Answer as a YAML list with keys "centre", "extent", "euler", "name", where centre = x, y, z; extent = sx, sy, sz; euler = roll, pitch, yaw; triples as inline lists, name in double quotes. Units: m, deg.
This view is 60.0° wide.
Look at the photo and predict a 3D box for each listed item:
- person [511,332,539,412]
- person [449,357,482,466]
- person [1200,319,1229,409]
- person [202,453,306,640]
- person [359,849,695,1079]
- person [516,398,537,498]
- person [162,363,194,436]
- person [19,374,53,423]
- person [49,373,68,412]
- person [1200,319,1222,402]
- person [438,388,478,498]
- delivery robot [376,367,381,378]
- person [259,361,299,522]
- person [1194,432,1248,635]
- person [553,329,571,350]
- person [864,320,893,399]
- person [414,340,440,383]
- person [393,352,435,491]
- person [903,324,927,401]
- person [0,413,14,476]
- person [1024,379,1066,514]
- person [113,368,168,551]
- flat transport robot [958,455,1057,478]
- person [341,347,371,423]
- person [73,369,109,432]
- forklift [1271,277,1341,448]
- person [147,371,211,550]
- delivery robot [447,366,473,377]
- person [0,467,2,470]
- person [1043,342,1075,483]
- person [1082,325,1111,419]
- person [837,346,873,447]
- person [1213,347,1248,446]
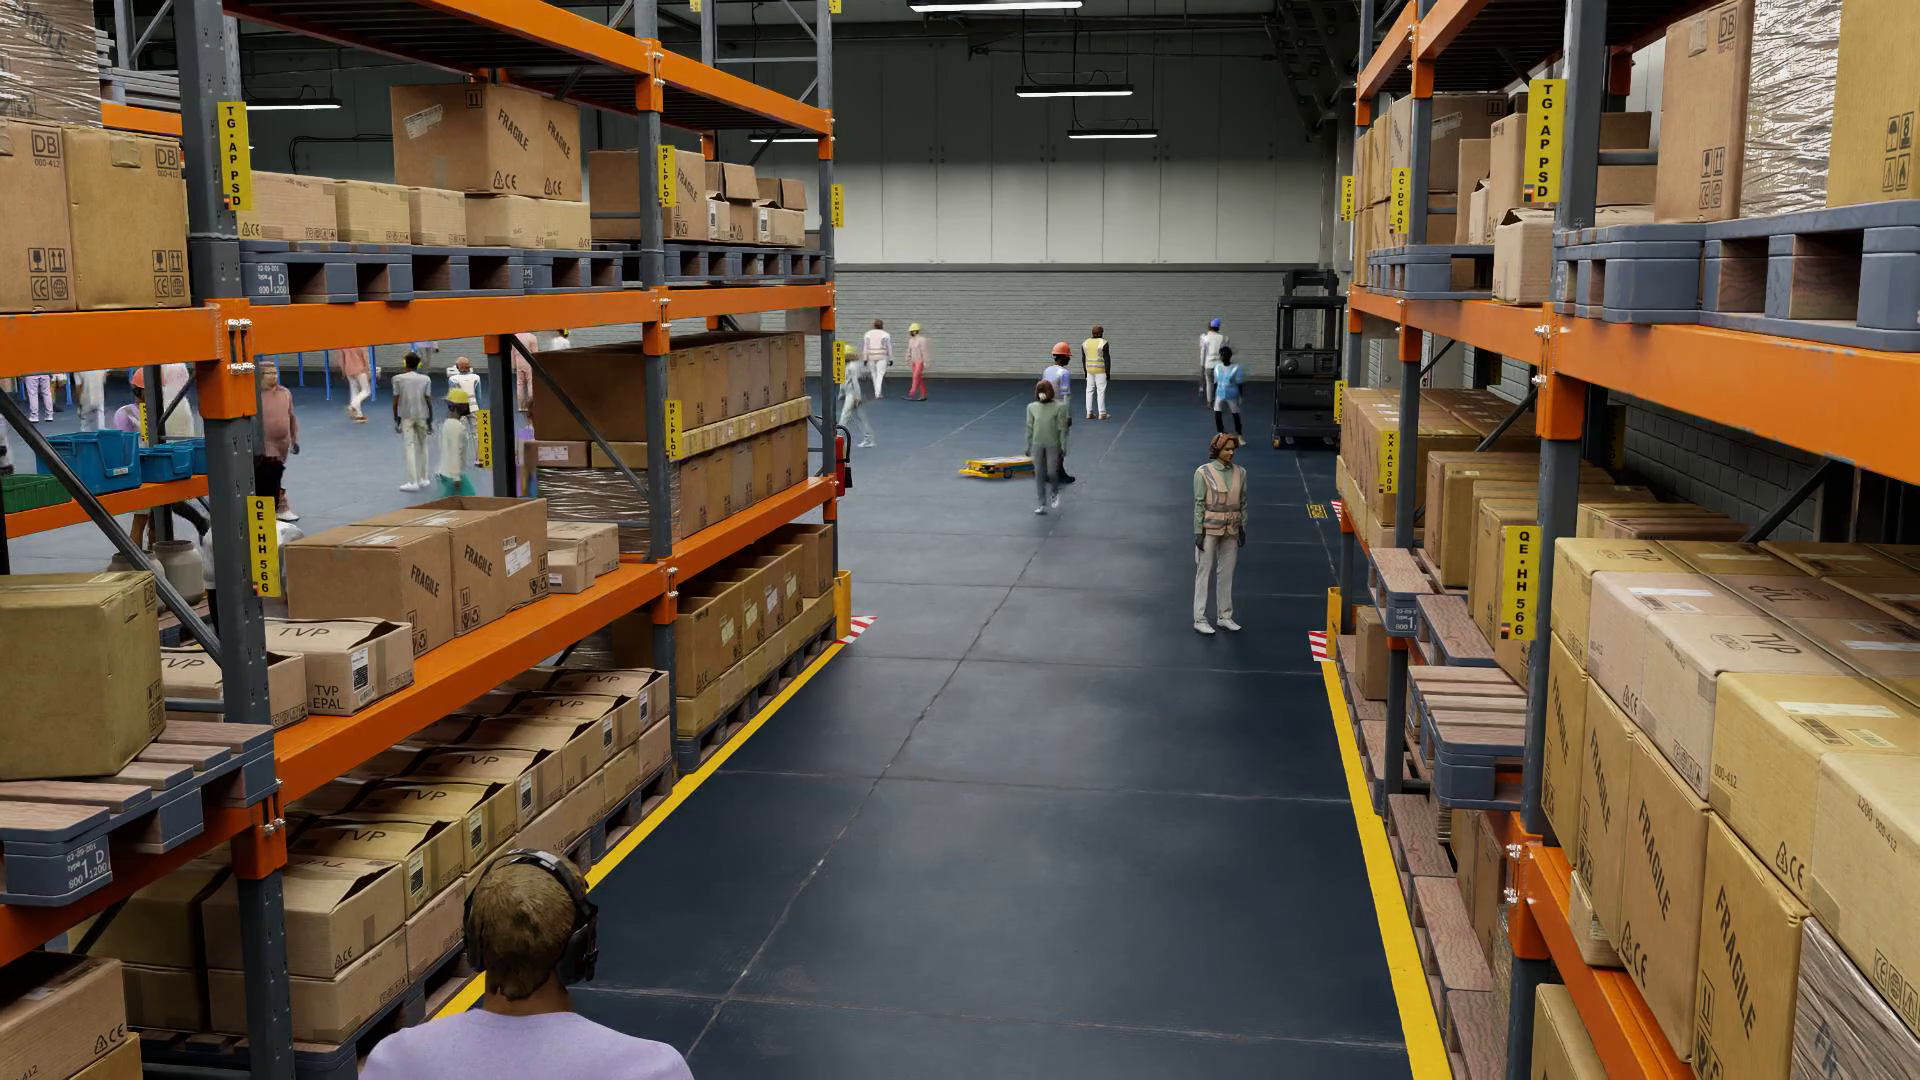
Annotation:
- centre: [-8.973, -3.602, 34.460]
  extent: [0.643, 1.905, 0.399]
  euler: [4, 10, 23]
  name: "person"
- centre: [-7.376, -1.910, 24.826]
  extent: [0.513, 1.642, 0.311]
  euler: [-7, 12, -39]
  name: "person"
- centre: [5.417, -3.738, 35.297]
  extent: [0.627, 1.910, 0.970]
  euler: [1, 9, 7]
  name: "person"
- centre: [-3.696, 0.516, 8.868]
  extent: [0.614, 1.962, 0.366]
  euler: [2, 9, 13]
  name: "person"
- centre: [-0.734, 1.484, 2.979]
  extent: [0.631, 1.940, 0.372]
  euler: [1, 9, 6]
  name: "person"
- centre: [-3.809, -0.392, 14.898]
  extent: [0.716, 1.827, 0.580]
  euler: [1, 9, 7]
  name: "person"
- centre: [-12.338, -2.211, 26.007]
  extent: [0.877, 1.871, 0.645]
  euler: [-8, 12, -39]
  name: "person"
- centre: [-17.858, -3.228, 32.135]
  extent: [0.409, 1.907, 0.651]
  euler: [6, 11, 33]
  name: "person"
- centre: [-18.825, -3.619, 34.503]
  extent: [0.443, 1.915, 0.548]
  euler: [3, 10, 19]
  name: "person"
- centre: [5.616, -4.012, 37.192]
  extent: [0.512, 1.833, 0.471]
  euler: [5, 10, 28]
  name: "person"
- centre: [-4.997, -0.656, 16.749]
  extent: [0.666, 1.741, 0.559]
  euler: [-5, 11, -30]
  name: "person"
- centre: [-15.546, -4.436, 43.590]
  extent: [0.707, 0.478, 0.477]
  euler: [4, 10, 24]
  name: "delivery robot"
- centre: [-8.164, -1.186, 19.664]
  extent: [0.927, 1.875, 0.652]
  euler: [6, 11, 31]
  name: "person"
- centre: [2.096, -0.057, 13.435]
  extent: [0.508, 1.629, 0.316]
  euler: [-4, 10, -25]
  name: "person"
- centre: [-8.017, -3.491, 33.976]
  extent: [0.746, 1.836, 0.513]
  euler: [-8, 12, -41]
  name: "person"
- centre: [-1.865, -4.179, 38.364]
  extent: [0.655, 1.788, 0.955]
  euler: [2, 10, 15]
  name: "person"
- centre: [-13.864, -5.034, 43.287]
  extent: [0.791, 1.896, 0.594]
  euler: [7, 12, 38]
  name: "person"
- centre: [-7.349, -1.599, 22.383]
  extent: [0.510, 1.826, 0.669]
  euler: [-4, 10, -24]
  name: "person"
- centre: [-1.040, -3.961, 37.167]
  extent: [0.832, 1.727, 0.546]
  euler: [-7, 11, -35]
  name: "person"
- centre: [-11.426, -1.191, 19.544]
  extent: [0.543, 1.922, 0.476]
  euler: [3, 10, 17]
  name: "person"
- centre: [1.024, -1.127, 20.059]
  extent: [0.518, 1.617, 0.366]
  euler: [4, 10, 21]
  name: "person"
- centre: [-7.520, -0.588, 15.467]
  extent: [0.390, 2.034, 0.605]
  euler: [2, 10, 14]
  name: "person"
- centre: [0.729, -1.068, 23.975]
  extent: [1.431, 0.197, 0.652]
  euler: [-7, 12, -39]
  name: "flat transport robot"
- centre: [-11.641, -3.243, 31.996]
  extent: [0.635, 1.981, 0.562]
  euler: [3, 10, 20]
  name: "person"
- centre: [-13.029, -2.029, 25.023]
  extent: [0.509, 1.830, 0.757]
  euler: [-8, 12, -41]
  name: "person"
- centre: [5.847, -3.016, 27.970]
  extent: [1.129, 2.768, 1.873]
  euler: [1, 9, 9]
  name: "forklift"
- centre: [-8.027, -0.781, 16.850]
  extent: [0.619, 1.969, 0.761]
  euler: [3, 10, 17]
  name: "person"
- centre: [-12.985, -4.372, 43.192]
  extent: [0.707, 0.478, 0.477]
  euler: [6, 11, 33]
  name: "delivery robot"
- centre: [-14.425, -1.873, 24.359]
  extent: [0.870, 1.721, 0.537]
  euler: [1, 9, 8]
  name: "person"
- centre: [1.382, -1.769, 23.048]
  extent: [0.365, 1.933, 0.551]
  euler: [-6, 11, -33]
  name: "person"
- centre: [2.718, -3.321, 32.914]
  extent: [0.625, 1.844, 0.429]
  euler: [7, 12, 37]
  name: "person"
- centre: [-1.847, -2.365, 27.483]
  extent: [0.906, 1.680, 0.498]
  euler: [-3, 10, -19]
  name: "person"
- centre: [4.521, -2.395, 27.787]
  extent: [0.573, 1.665, 0.534]
  euler: [6, 11, 35]
  name: "person"
